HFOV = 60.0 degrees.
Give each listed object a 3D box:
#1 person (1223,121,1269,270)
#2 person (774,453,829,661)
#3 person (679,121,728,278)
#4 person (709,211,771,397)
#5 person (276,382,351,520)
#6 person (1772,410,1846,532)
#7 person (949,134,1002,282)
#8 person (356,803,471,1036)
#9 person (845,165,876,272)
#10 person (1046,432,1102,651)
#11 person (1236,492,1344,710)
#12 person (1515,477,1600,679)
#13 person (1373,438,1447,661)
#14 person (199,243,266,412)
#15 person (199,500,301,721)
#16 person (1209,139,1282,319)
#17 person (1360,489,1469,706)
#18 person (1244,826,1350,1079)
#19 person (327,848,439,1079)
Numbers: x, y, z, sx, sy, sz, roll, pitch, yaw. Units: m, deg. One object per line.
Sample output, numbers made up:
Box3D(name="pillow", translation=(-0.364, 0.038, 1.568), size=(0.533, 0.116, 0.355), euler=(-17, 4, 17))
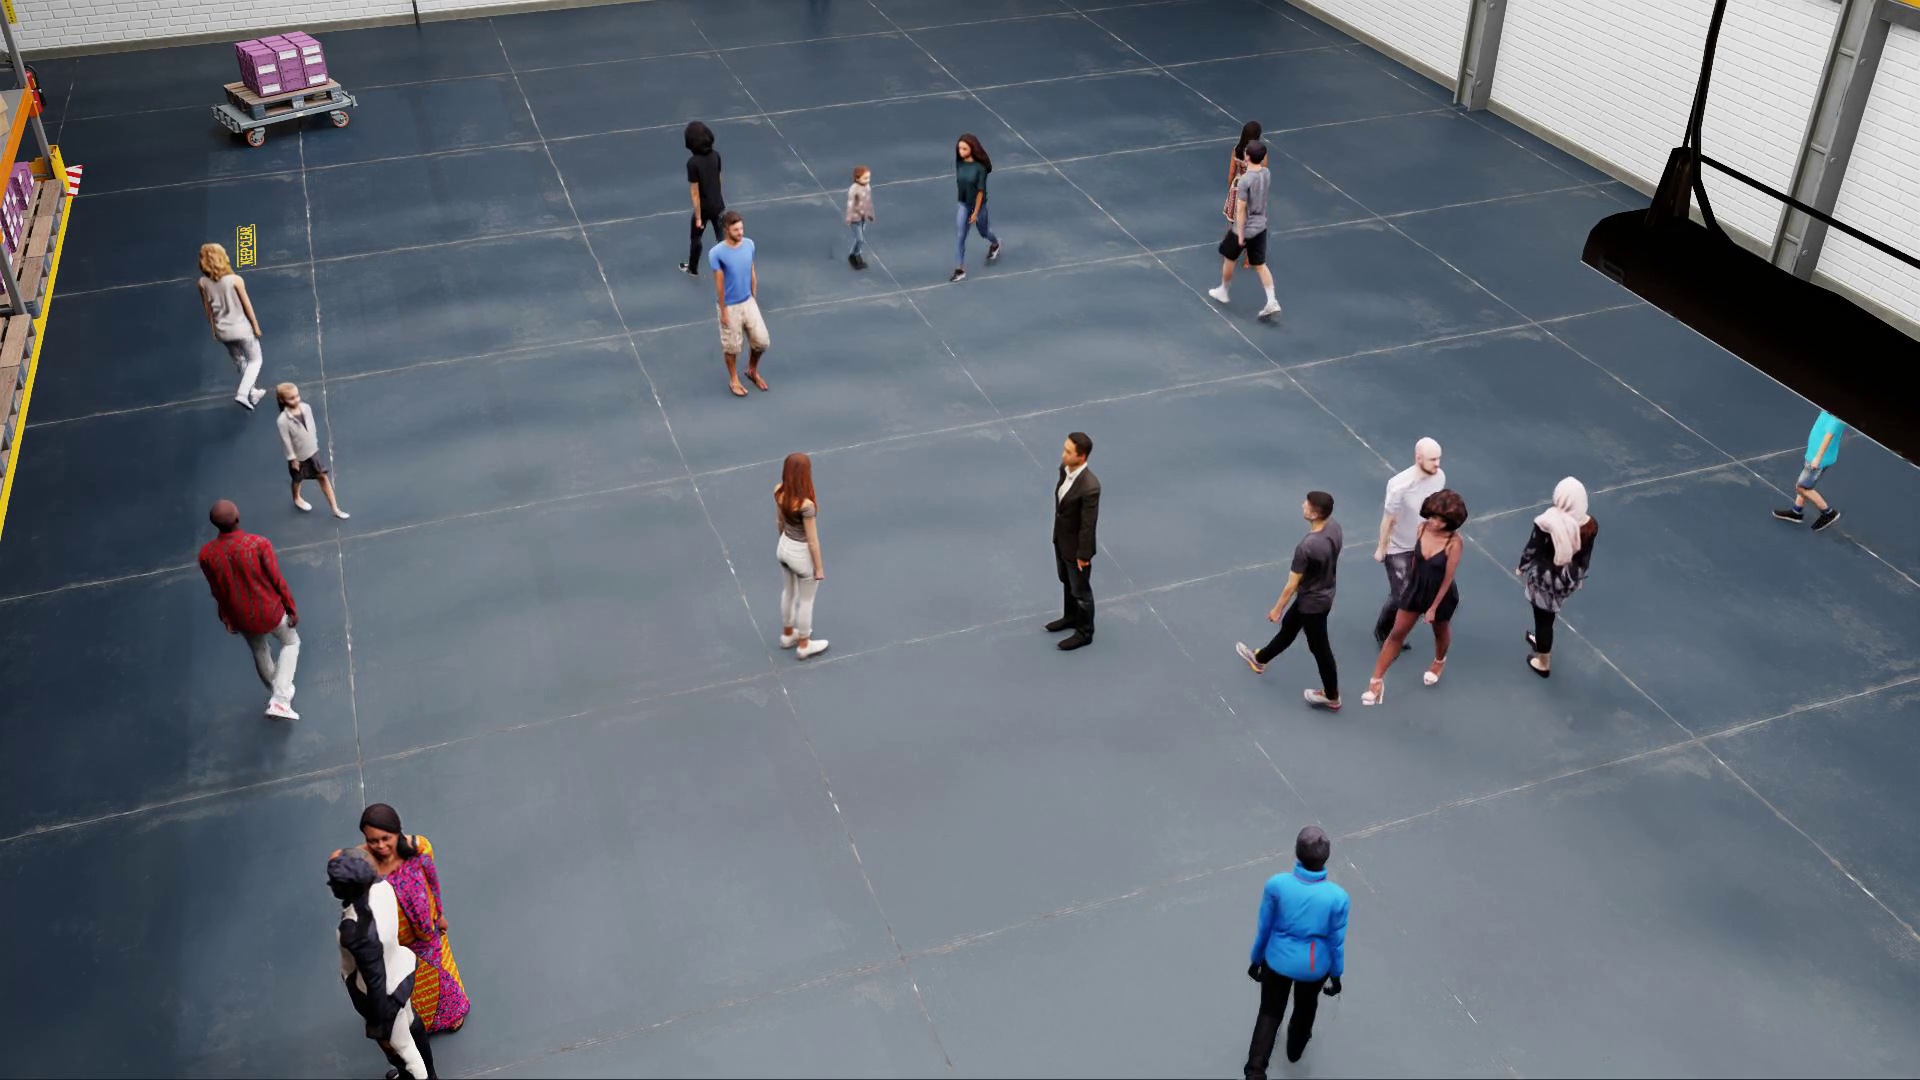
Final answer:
Box3D(name="person", translation=(3.121, -3.772, 18.154), size=(0.697, 1.645, 0.778), euler=(17, 37, 24))
Box3D(name="person", translation=(-1.203, 0.121, 12.233), size=(0.721, 1.717, 0.596), euler=(-29, 43, -36))
Box3D(name="person", translation=(-2.599, -3.488, 17.602), size=(1.264, 1.784, 0.998), euler=(28, 43, 36))
Box3D(name="person", translation=(-2.167, -2.261, 15.698), size=(0.714, 1.847, 0.741), euler=(-21, 39, -28))
Box3D(name="person", translation=(-5.566, -0.753, 13.974), size=(0.942, 1.245, 0.813), euler=(21, 39, 28))
Box3D(name="person", translation=(7.186, -0.721, 13.747), size=(0.820, 1.442, 0.758), euler=(15, 36, 21))
Box3D(name="person", translation=(0.193, -3.631, 18.006), size=(1.115, 1.573, 1.091), euler=(20, 38, 27))
Box3D(name="person", translation=(-3.098, 2.115, 9.261), size=(0.654, 1.686, 0.661), euler=(-14, 36, -20))
Box3D(name="person", translation=(-1.148, -3.565, 18.262), size=(0.605, 1.182, 0.566), euler=(29, 43, 36))
Box3D(name="person", translation=(0.869, -0.013, 12.358), size=(0.739, 1.801, 0.468), euler=(-13, 36, -18))
Box3D(name="person", translation=(2.561, 0.469, 11.707), size=(1.213, 1.718, 1.076), euler=(20, 39, 28))
Box3D(name="person", translation=(4.334, 0.323, 12.023), size=(0.643, 1.612, 0.735), euler=(-8, 34, -11))
Box3D(name="person", translation=(3.241, 0.003, 12.316), size=(0.722, 1.820, 0.704), euler=(-18, 38, -25))
Box3D(name="person", translation=(-6.737, -1.928, 15.367), size=(0.800, 1.659, 0.939), euler=(3, 34, 4))
Box3D(name="person", translation=(-4.886, 0.534, 11.525), size=(0.798, 1.811, 0.934), euler=(-3, 34, -4))
Box3D(name="person", translation=(3.047, -3.161, 17.050), size=(0.886, 1.850, 1.263), euler=(-22, 40, -30))
Box3D(name="person", translation=(3.399, 0.388, 11.815), size=(0.925, 1.734, 1.083), euler=(-28, 43, -35))
Box3D(name="person", translation=(1.769, 2.331, 8.858), size=(1.039, 1.771, 1.179), euler=(11, 35, 15))
Box3D(name="person", translation=(-3.022, 2.343, 8.731), size=(0.781, 1.893, 0.585), euler=(-5, 34, -8))
